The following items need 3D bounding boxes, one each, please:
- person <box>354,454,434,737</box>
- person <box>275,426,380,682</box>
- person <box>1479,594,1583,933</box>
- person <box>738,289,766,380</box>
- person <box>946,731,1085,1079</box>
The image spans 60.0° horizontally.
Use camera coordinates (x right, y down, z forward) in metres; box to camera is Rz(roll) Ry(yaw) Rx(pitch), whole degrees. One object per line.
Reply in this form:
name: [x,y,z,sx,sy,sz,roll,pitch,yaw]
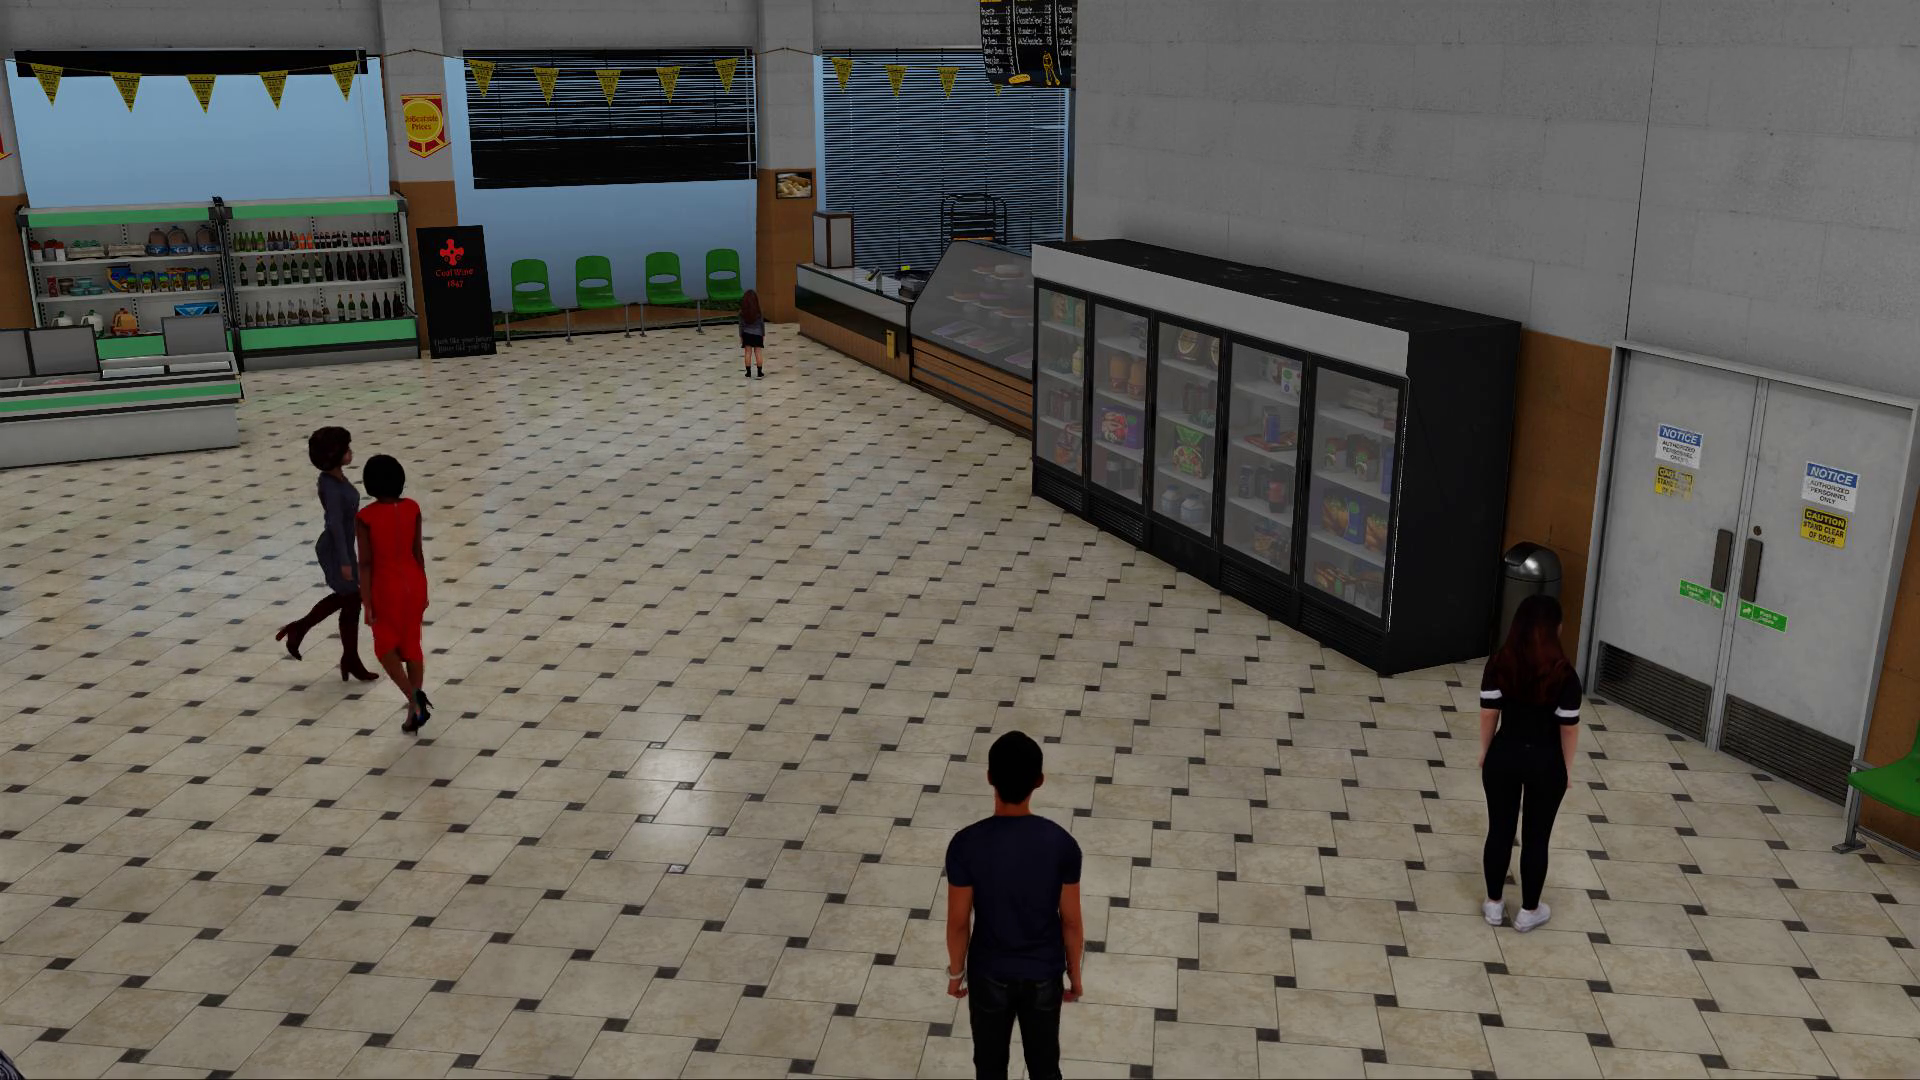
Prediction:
person: [-3.281,0.370,9.823,0.773,1.730,0.778,-15,23,-41]
person: [-4.087,0.118,10.712,0.890,1.696,0.680,-4,17,-13]
person: [2.642,1.039,7.778,0.712,1.638,0.747,10,19,29]
person: [-2.566,-2.546,20.500,0.464,1.105,0.582,-2,17,-6]
person: [0.202,1.537,5.872,0.787,1.792,0.840,-1,17,-4]
